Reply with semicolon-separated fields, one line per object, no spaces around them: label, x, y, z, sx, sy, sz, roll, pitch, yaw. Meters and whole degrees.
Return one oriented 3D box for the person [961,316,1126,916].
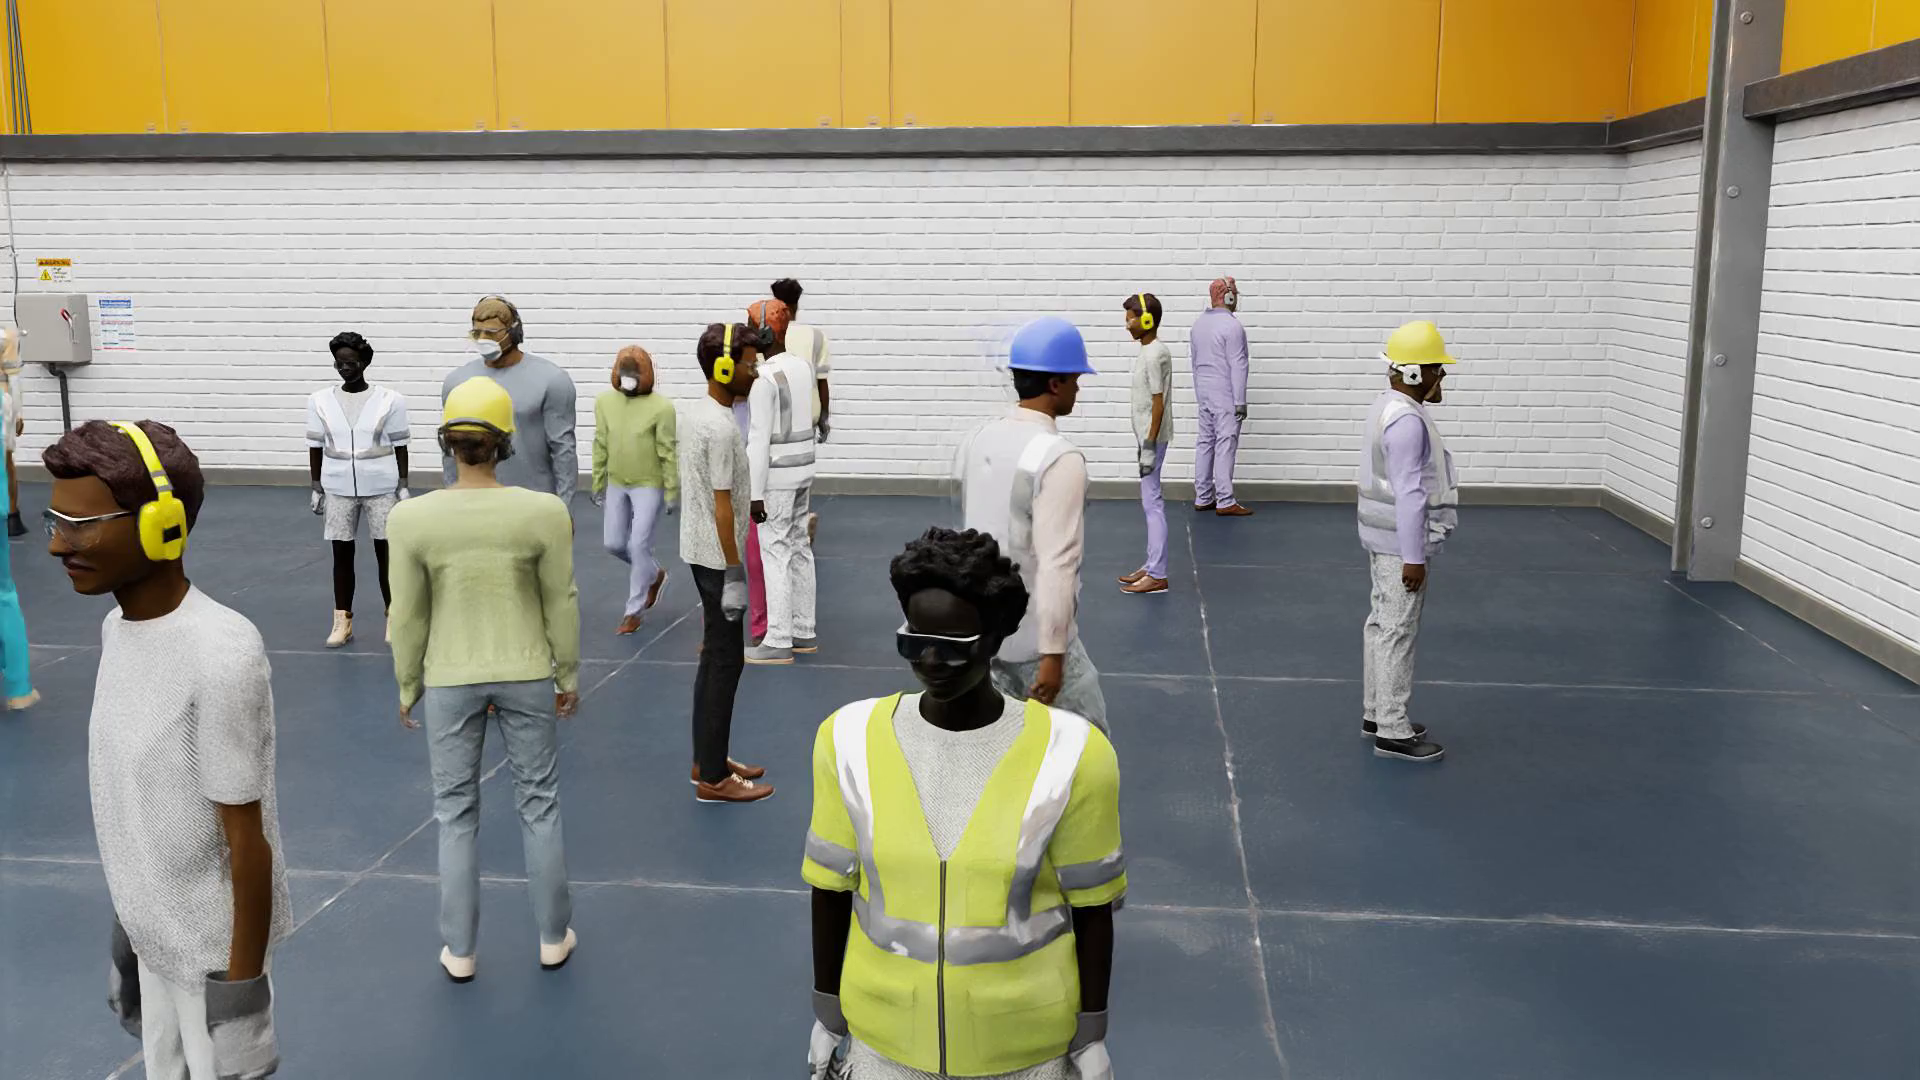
person;0.259;0.262;5.272;0.709;1.916;0.620;-7;12;-33

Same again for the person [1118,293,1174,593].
person;1.160;-0.596;10.332;0.333;1.865;0.520;1;10;7

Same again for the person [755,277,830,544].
person;-1.195;-0.909;11.920;0.618;1.935;0.862;-5;11;-27

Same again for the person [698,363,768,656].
person;-1.157;-0.198;8.715;0.506;1.632;0.290;1;10;5

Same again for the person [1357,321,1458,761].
person;1.880;0.000;7.006;0.404;1.832;0.595;1;10;4

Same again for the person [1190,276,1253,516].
person;2.117;-1.152;13.377;0.408;1.913;0.642;-5;11;-25

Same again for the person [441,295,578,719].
person;-2.034;-0.137;7.533;0.635;1.929;0.381;1;10;8

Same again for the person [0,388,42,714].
person;-4.474;-0.056;7.453;0.346;1.803;0.671;2;10;13

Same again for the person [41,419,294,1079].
person;-1.305;0.720;2.815;0.511;1.862;0.324;9;14;43

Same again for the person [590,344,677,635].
person;-1.801;-0.300;9.324;0.529;1.615;0.509;3;10;19

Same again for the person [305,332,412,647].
person;-3.212;-0.265;8.911;0.541;1.695;0.316;-2;10;-9

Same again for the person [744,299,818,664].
person;-0.934;-0.296;8.577;0.358;1.880;0.575;4;11;20

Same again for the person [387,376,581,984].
person;-1.375;0.408;4.866;0.532;1.767;0.325;-3;10;-15

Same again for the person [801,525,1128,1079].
person;-0.002;0.811;2.750;0.542;1.697;0.316;2;10;11

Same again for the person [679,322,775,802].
person;-0.909;0.093;6.420;0.332;1.857;0.528;-3;10;-18

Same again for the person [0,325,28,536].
person;-7.236;-0.973;12.294;0.544;1.936;0.370;-5;11;-27
